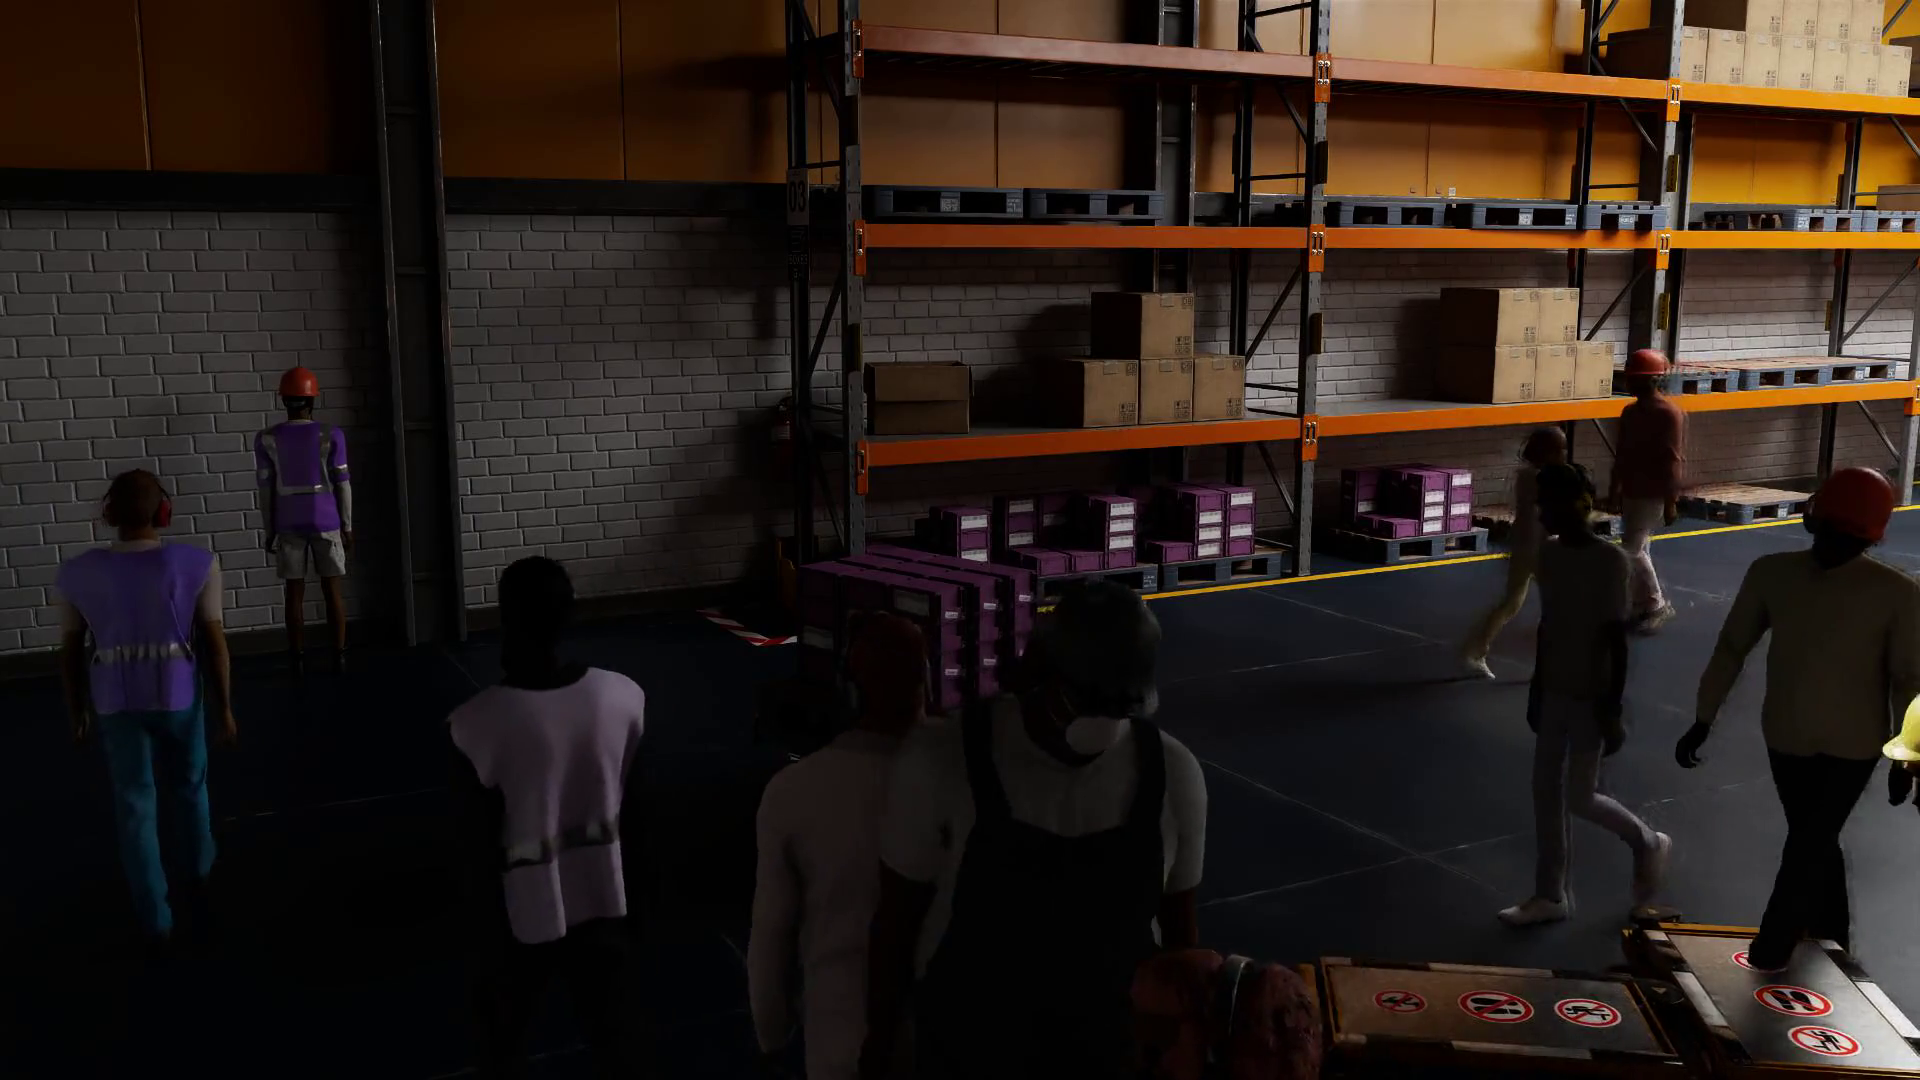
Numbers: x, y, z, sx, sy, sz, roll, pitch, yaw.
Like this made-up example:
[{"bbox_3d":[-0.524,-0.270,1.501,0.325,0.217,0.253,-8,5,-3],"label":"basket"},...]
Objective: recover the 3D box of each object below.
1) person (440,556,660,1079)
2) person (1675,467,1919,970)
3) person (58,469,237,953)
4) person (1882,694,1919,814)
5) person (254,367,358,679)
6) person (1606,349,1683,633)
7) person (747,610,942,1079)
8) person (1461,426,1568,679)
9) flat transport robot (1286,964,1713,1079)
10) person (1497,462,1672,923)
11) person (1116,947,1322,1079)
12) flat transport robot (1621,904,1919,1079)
[{"bbox_3d":[-1.019,0.976,4.334,0.992,1.875,0.588,9,14,43],"label":"person"},{"bbox_3d":[2.914,0.696,5.736,0.988,1.922,0.635,-6,12,-31],"label":"person"},{"bbox_3d":[-3.167,0.620,6.528,0.594,1.804,0.907,-4,11,-22],"label":"person"},{"bbox_3d":[2.274,1.161,3.684,0.500,1.715,0.504,9,13,41],"label":"person"},{"bbox_3d":[-4.048,-0.102,10.321,0.542,1.939,0.363,-2,10,-13],"label":"person"},{"bbox_3d":[4.699,-0.322,11.475,0.445,1.975,0.647,-1,10,-8],"label":"person"},{"bbox_3d":[-0.151,1.081,3.793,0.645,1.853,1.012,-2,10,-11],"label":"person"},{"bbox_3d":[3.509,0.089,10.212,0.819,1.595,0.498,-2,10,-12],"label":"person"},{"bbox_3d":[1.640,1.592,5.367,1.431,0.197,0.652,1,10,8],"label":"flat transport robot"},{"bbox_3d":[2.480,0.612,6.517,0.638,1.840,0.561,-4,10,-20],"label":"person"},{"bbox_3d":[0.262,1.379,2.033,0.978,1.860,0.649,5,11,28],"label":"person"},{"bbox_3d":[2.703,1.571,5.488,0.652,0.197,1.431,1,10,8],"label":"flat transport robot"}]
